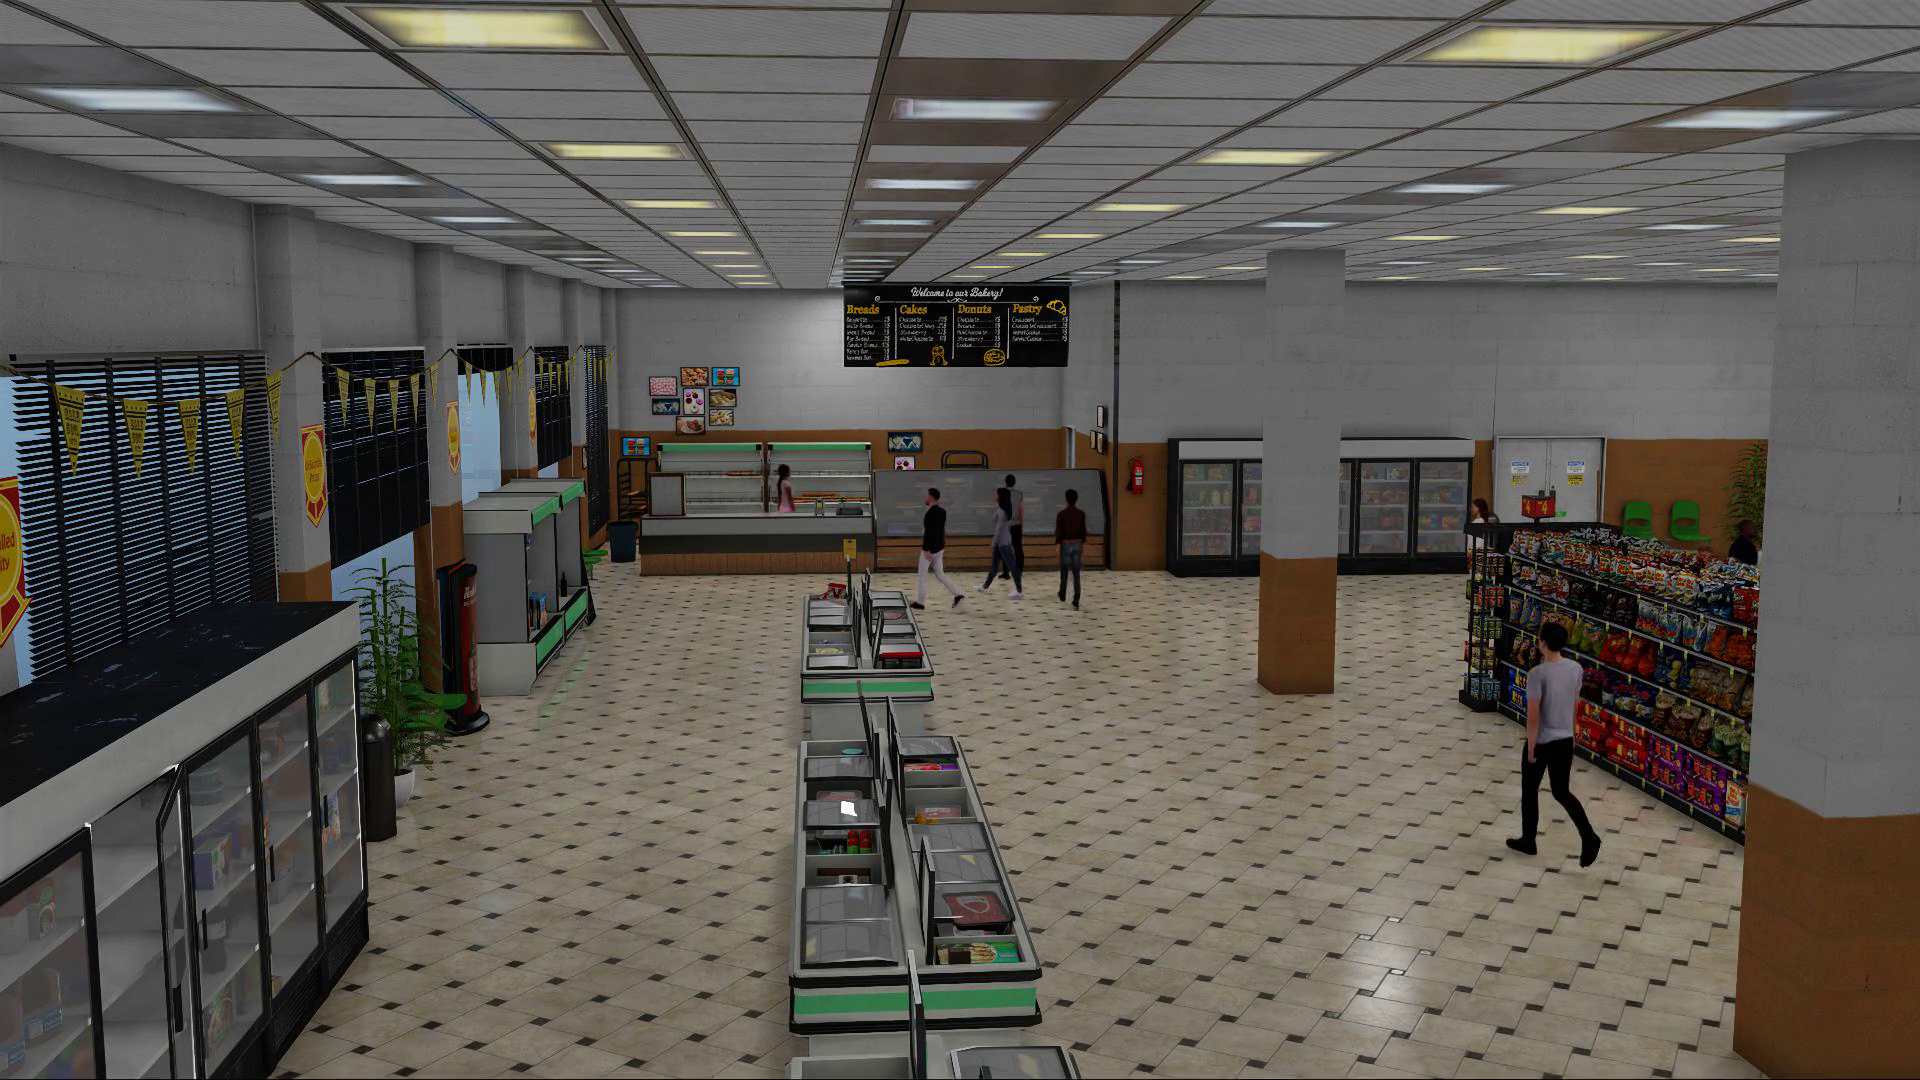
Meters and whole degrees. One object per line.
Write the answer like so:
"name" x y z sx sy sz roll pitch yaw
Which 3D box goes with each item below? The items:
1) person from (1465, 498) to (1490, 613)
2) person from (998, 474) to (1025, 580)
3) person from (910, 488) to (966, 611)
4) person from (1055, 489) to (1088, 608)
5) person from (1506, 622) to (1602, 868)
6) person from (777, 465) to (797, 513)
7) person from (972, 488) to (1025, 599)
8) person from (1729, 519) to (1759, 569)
"person" 7.638 0.221 24.476 0.743 1.689 0.633 3 8 24
"person" 0.858 -0.234 27.972 0.694 1.754 0.666 -4 8 -28
"person" -0.311 0.163 24.435 1.138 1.814 1.187 4 8 29
"person" 1.690 0.159 24.812 0.736 1.731 1.139 -1 7 -10
"person" 4.558 1.574 12.658 0.819 1.838 1.158 -2 7 -18
"person" -3.251 -0.489 30.261 0.852 1.711 1.121 -3 7 -22
"person" 0.778 0.075 25.651 0.909 1.697 1.094 1 7 11
"person" 9.542 0.647 20.473 1.066 1.803 1.024 5 8 35
